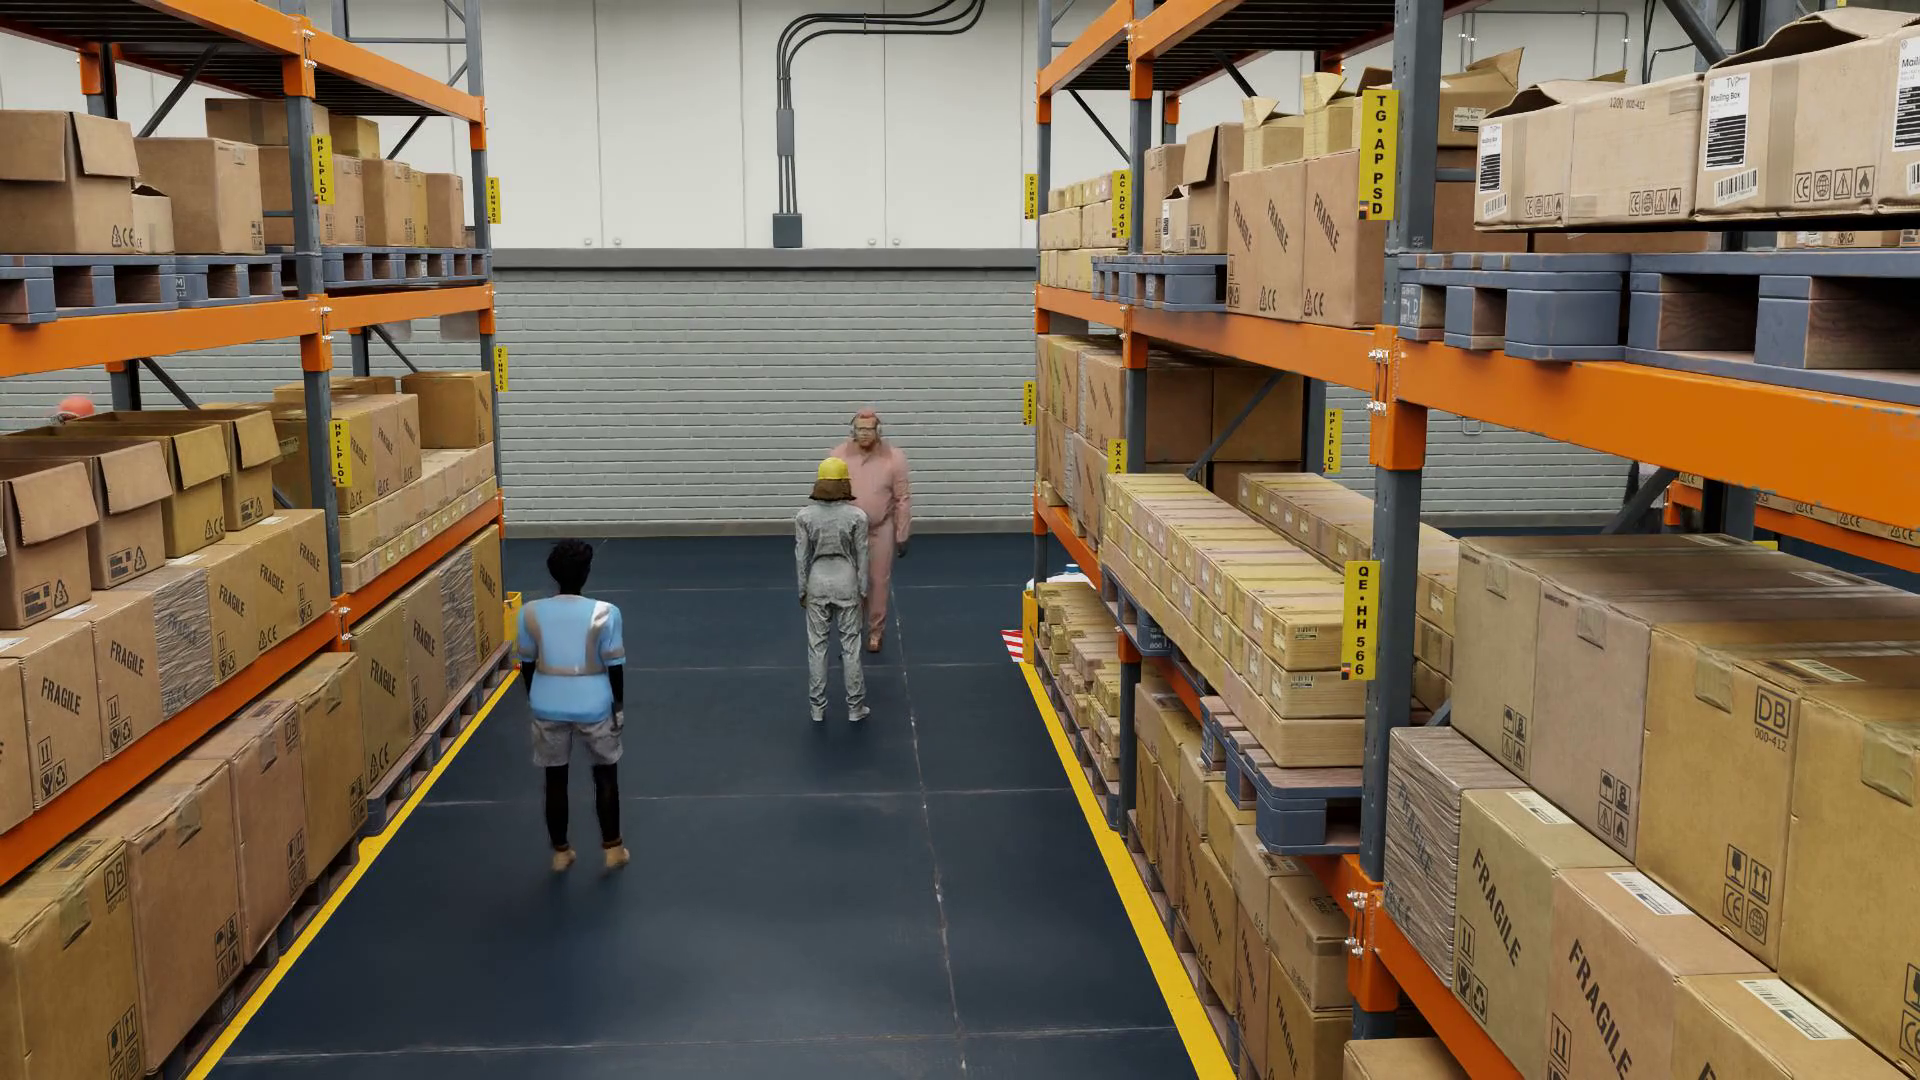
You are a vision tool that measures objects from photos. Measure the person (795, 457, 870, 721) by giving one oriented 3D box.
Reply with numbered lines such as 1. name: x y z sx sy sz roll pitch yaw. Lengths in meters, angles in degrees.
1. person: -0.831 0.326 10.920 0.487 1.737 0.320 1 10 5

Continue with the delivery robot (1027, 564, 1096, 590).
1. delivery robot: 0.903 0.439 13.453 0.707 0.478 0.477 3 10 16

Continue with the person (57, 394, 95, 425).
1. person: -6.910 -0.156 13.055 0.640 1.975 0.649 -1 10 -8

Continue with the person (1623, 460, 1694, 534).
1. person: 5.764 -0.240 13.879 0.837 1.859 0.657 -3 10 -15

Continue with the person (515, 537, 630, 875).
1. person: -1.890 0.823 8.149 0.559 1.691 0.376 0 10 2

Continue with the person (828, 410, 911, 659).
1. person: -0.715 -0.034 12.589 0.673 1.881 0.784 0 10 2
